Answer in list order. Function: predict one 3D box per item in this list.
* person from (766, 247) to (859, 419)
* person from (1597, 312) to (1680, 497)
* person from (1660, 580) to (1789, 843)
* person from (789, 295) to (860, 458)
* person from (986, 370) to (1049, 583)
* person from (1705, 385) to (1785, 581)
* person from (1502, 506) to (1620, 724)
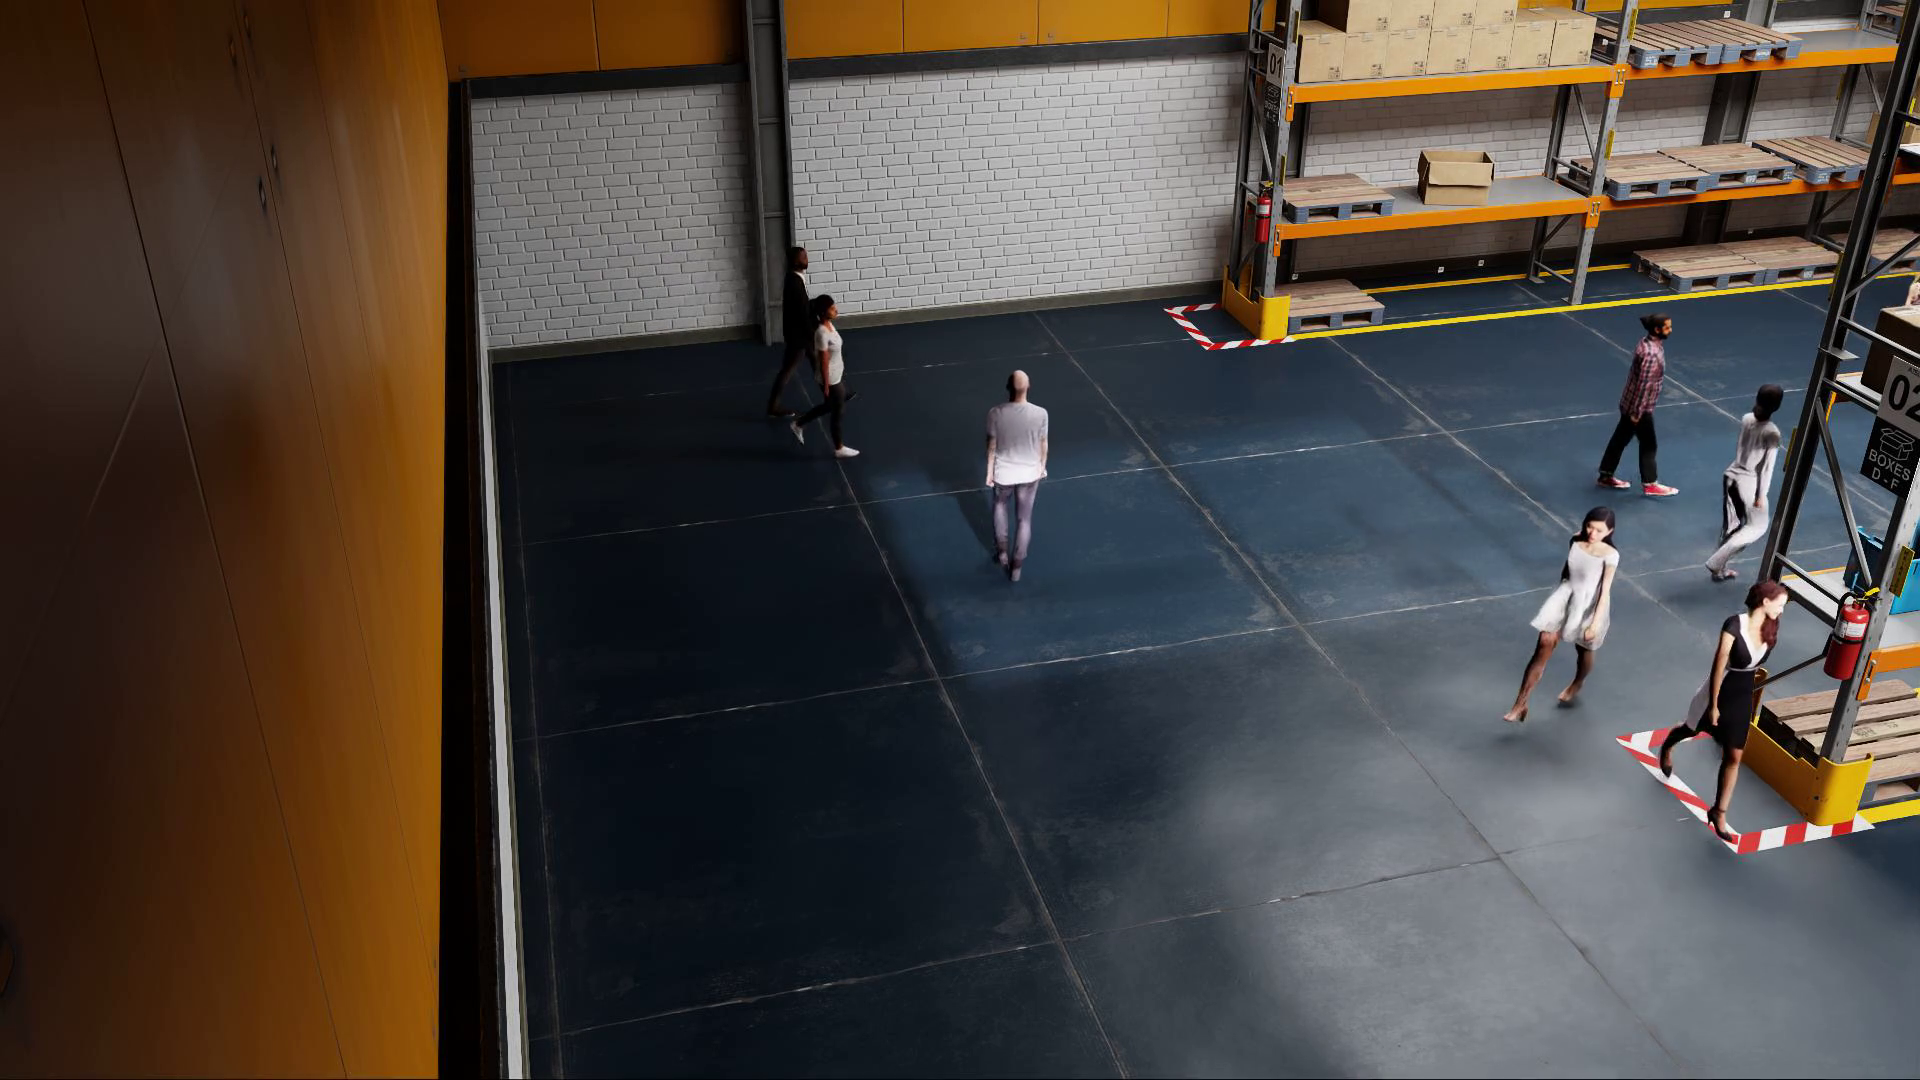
[{"bbox_3d":[-1.688,-1.996,16.446,1.213,1.749,0.807,-2,29,-4],"label":"person"},{"bbox_3d":[6.079,-1.239,15.067,1.089,1.741,0.975,7,29,12],"label":"person"},{"bbox_3d":[4.947,1.021,10.932,1.083,1.732,0.753,-4,29,-7],"label":"person"},{"bbox_3d":[-1.317,-1.530,15.716,0.985,1.630,0.748,2,29,3],"label":"person"},{"bbox_3d":[0.456,-0.485,13.610,0.757,1.812,0.824,1,29,1],"label":"person"},{"bbox_3d":[6.342,-0.432,13.564,0.724,1.763,0.625,-10,30,-18],"label":"person"},{"bbox_3d":[4.477,0.519,11.864,1.194,1.722,0.878,-16,33,-27],"label":"person"}]
